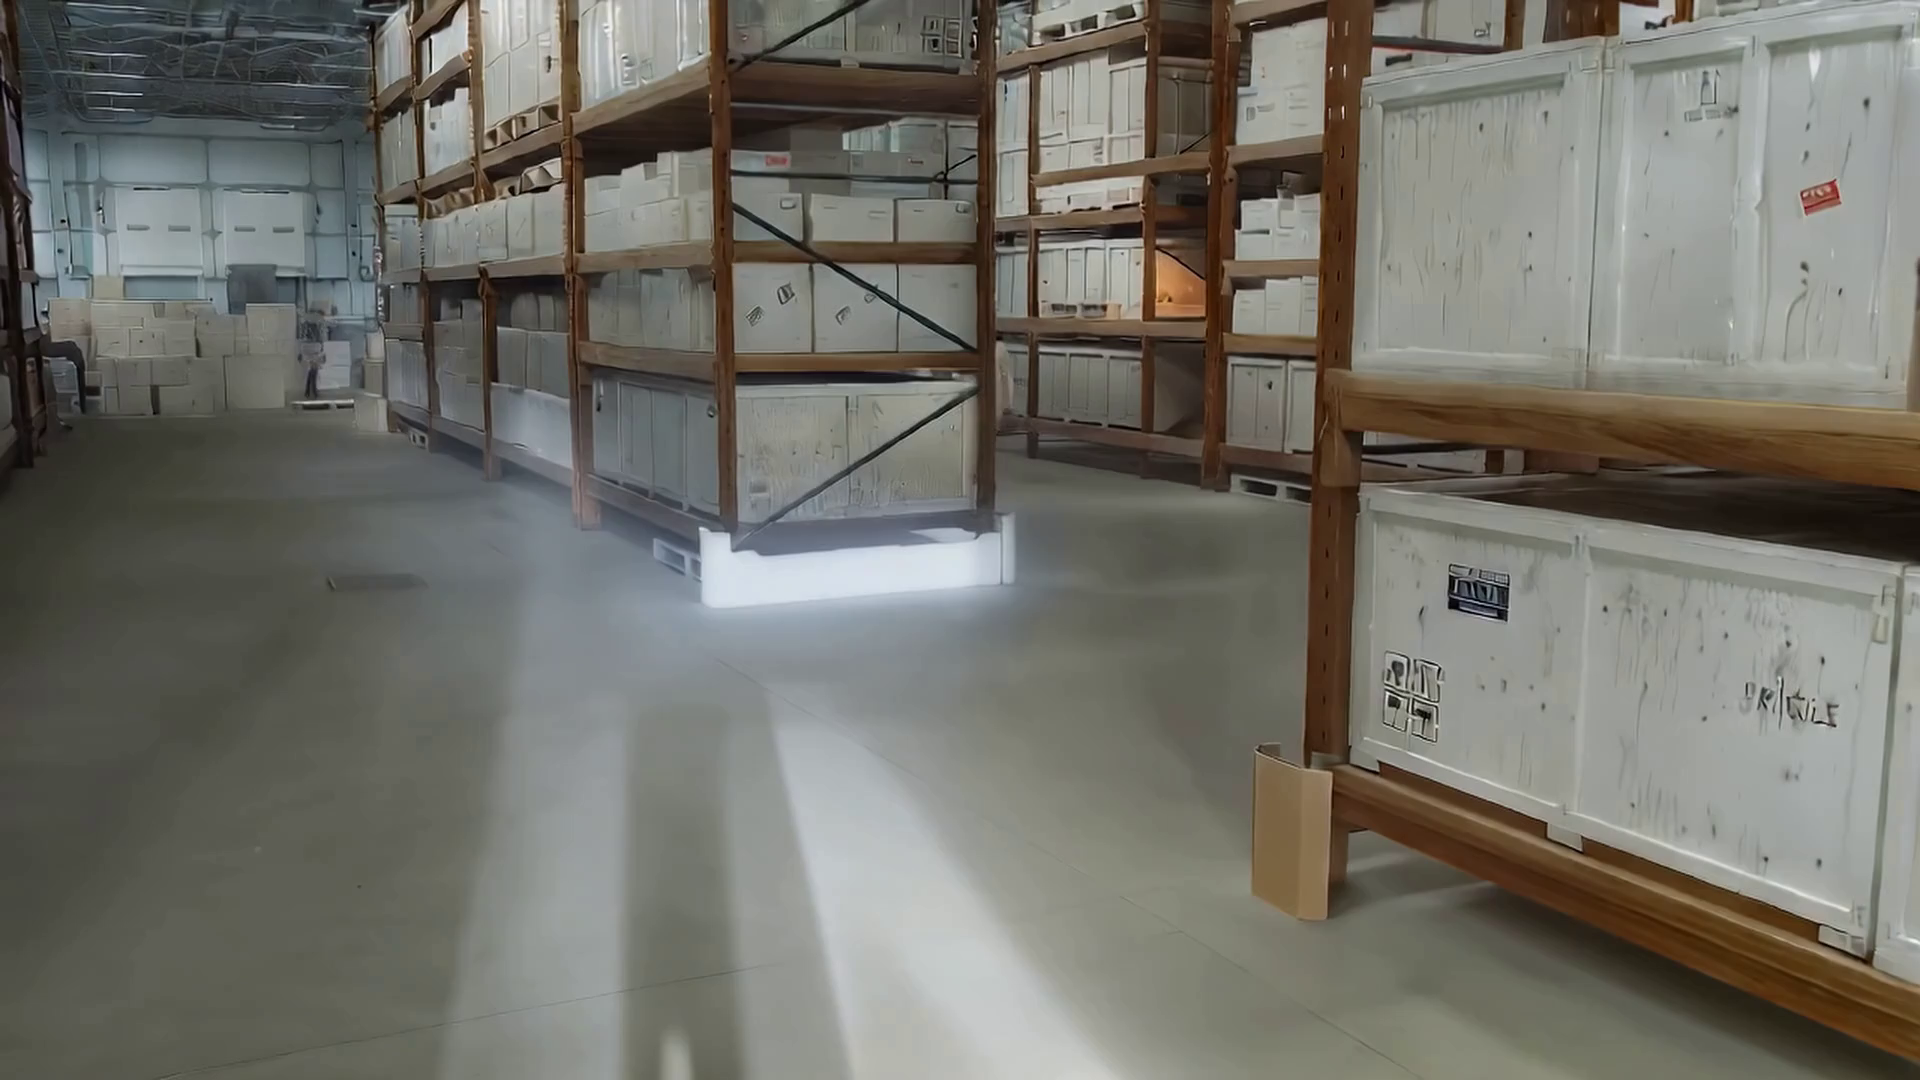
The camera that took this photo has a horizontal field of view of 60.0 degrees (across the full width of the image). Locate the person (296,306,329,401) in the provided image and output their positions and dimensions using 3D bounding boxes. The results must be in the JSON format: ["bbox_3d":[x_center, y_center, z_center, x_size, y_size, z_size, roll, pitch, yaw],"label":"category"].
[{"bbox_3d":[-12.568,-3.602,32.306,0.772,1.885,0.560,4,9,25],"label":"person"}]

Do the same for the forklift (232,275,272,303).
[{"bbox_3d":[-17.112,-5.252,40.304,1.129,2.768,1.873,-4,9,-26],"label":"forklift"}]

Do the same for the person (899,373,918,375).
[{"bbox_3d":[-0.587,-1.072,15.536,0.531,1.698,0.320,5,10,30],"label":"person"}]

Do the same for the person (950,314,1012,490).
[{"bbox_3d":[0.213,-1.502,17.907,0.665,1.881,0.900,-1,8,-9],"label":"person"}]

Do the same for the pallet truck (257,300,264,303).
[{"bbox_3d":[-23.913,-7.404,58.171,1.885,1.965,0.823,-1,8,-9],"label":"pallet truck"}]
